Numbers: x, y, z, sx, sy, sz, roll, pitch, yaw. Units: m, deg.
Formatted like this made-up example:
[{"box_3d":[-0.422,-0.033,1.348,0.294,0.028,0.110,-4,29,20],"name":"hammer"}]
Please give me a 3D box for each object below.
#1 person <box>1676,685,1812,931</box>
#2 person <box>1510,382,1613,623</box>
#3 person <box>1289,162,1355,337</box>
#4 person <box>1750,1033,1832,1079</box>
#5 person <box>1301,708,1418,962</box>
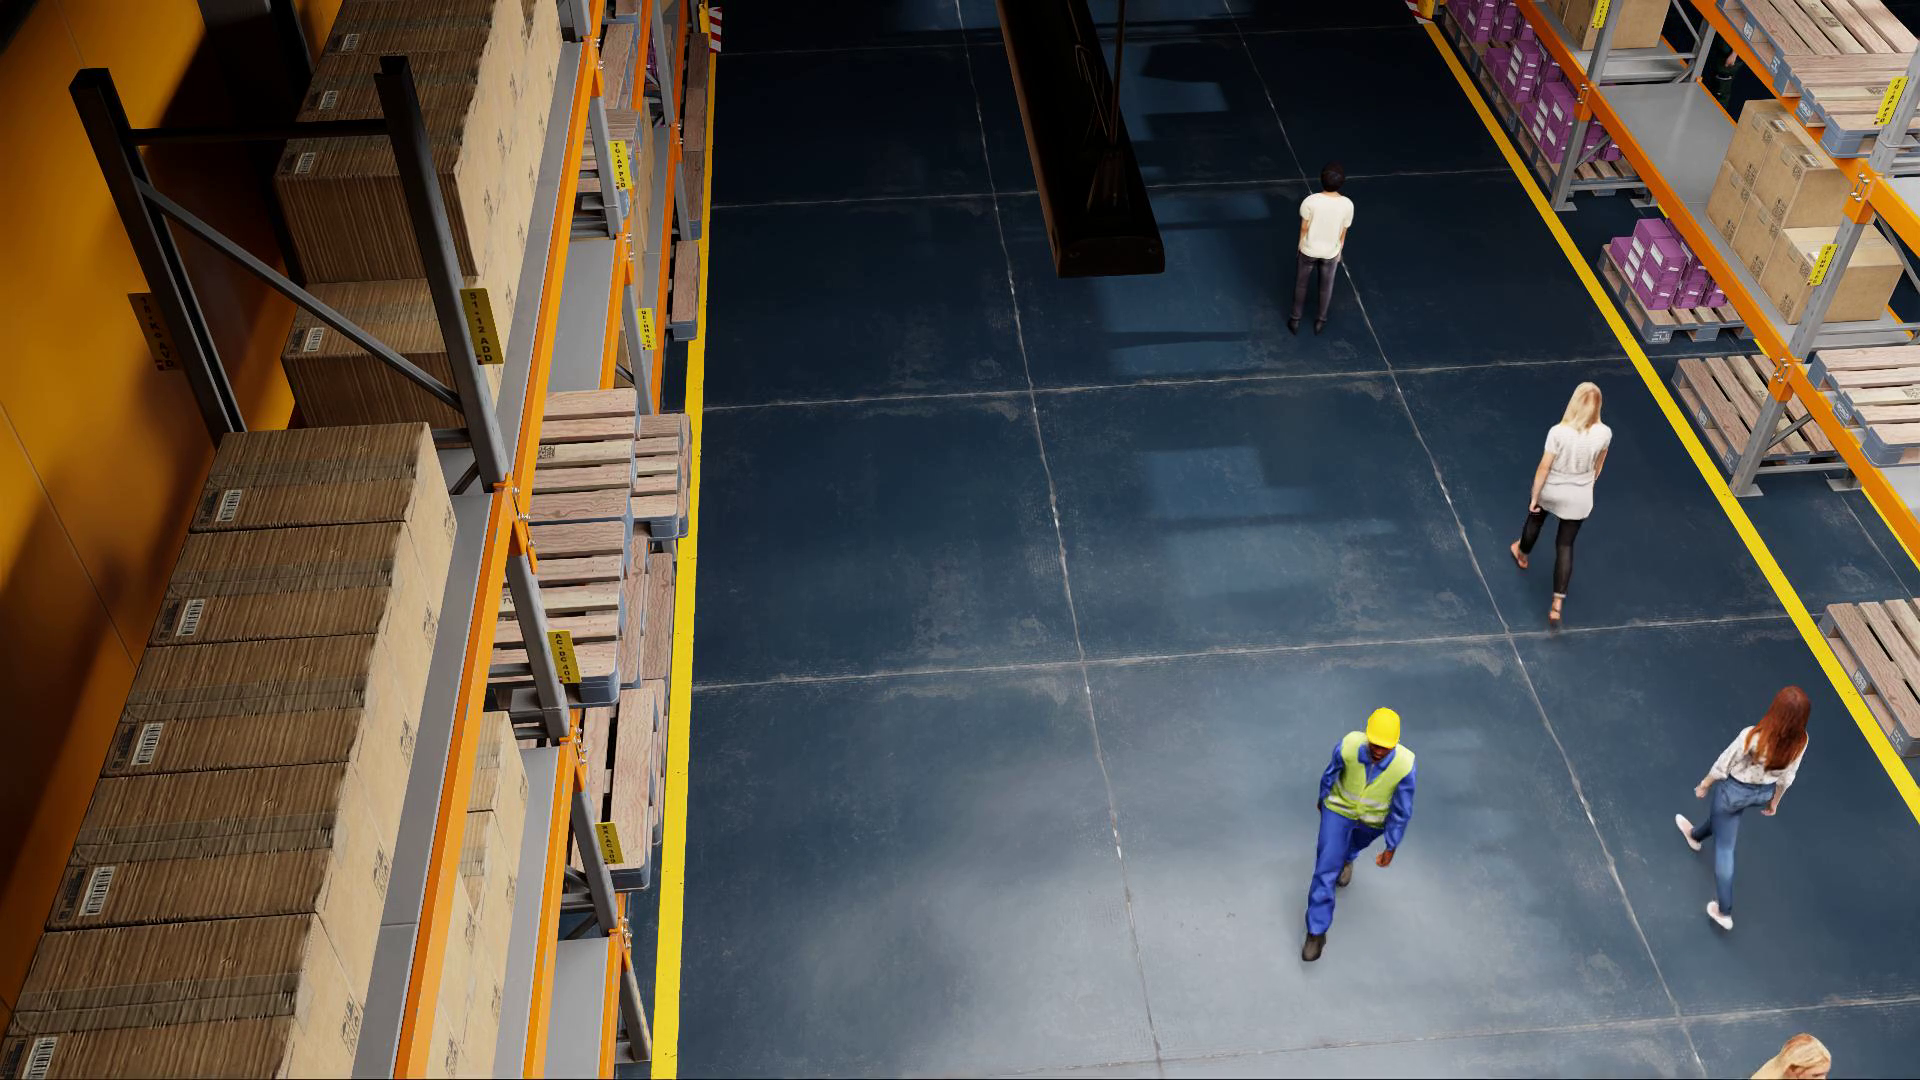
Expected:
[{"box_3d":[4.503,1.513,9.496,0.588,1.693,1.093,-2,44,-2],"name":"person"},{"box_3d":[4.111,-0.238,11.263,0.779,1.791,1.207,5,44,6],"name":"person"},{"box_3d":[2.950,-2.375,13.656,0.611,1.584,0.525,3,44,3],"name":"person"},{"box_3d":[3.688,2.851,8.024,0.911,1.786,1.082,-24,49,-24],"name":"person"},{"box_3d":[2.298,1.497,9.463,0.986,1.763,1.296,13,45,13],"name":"person"}]
